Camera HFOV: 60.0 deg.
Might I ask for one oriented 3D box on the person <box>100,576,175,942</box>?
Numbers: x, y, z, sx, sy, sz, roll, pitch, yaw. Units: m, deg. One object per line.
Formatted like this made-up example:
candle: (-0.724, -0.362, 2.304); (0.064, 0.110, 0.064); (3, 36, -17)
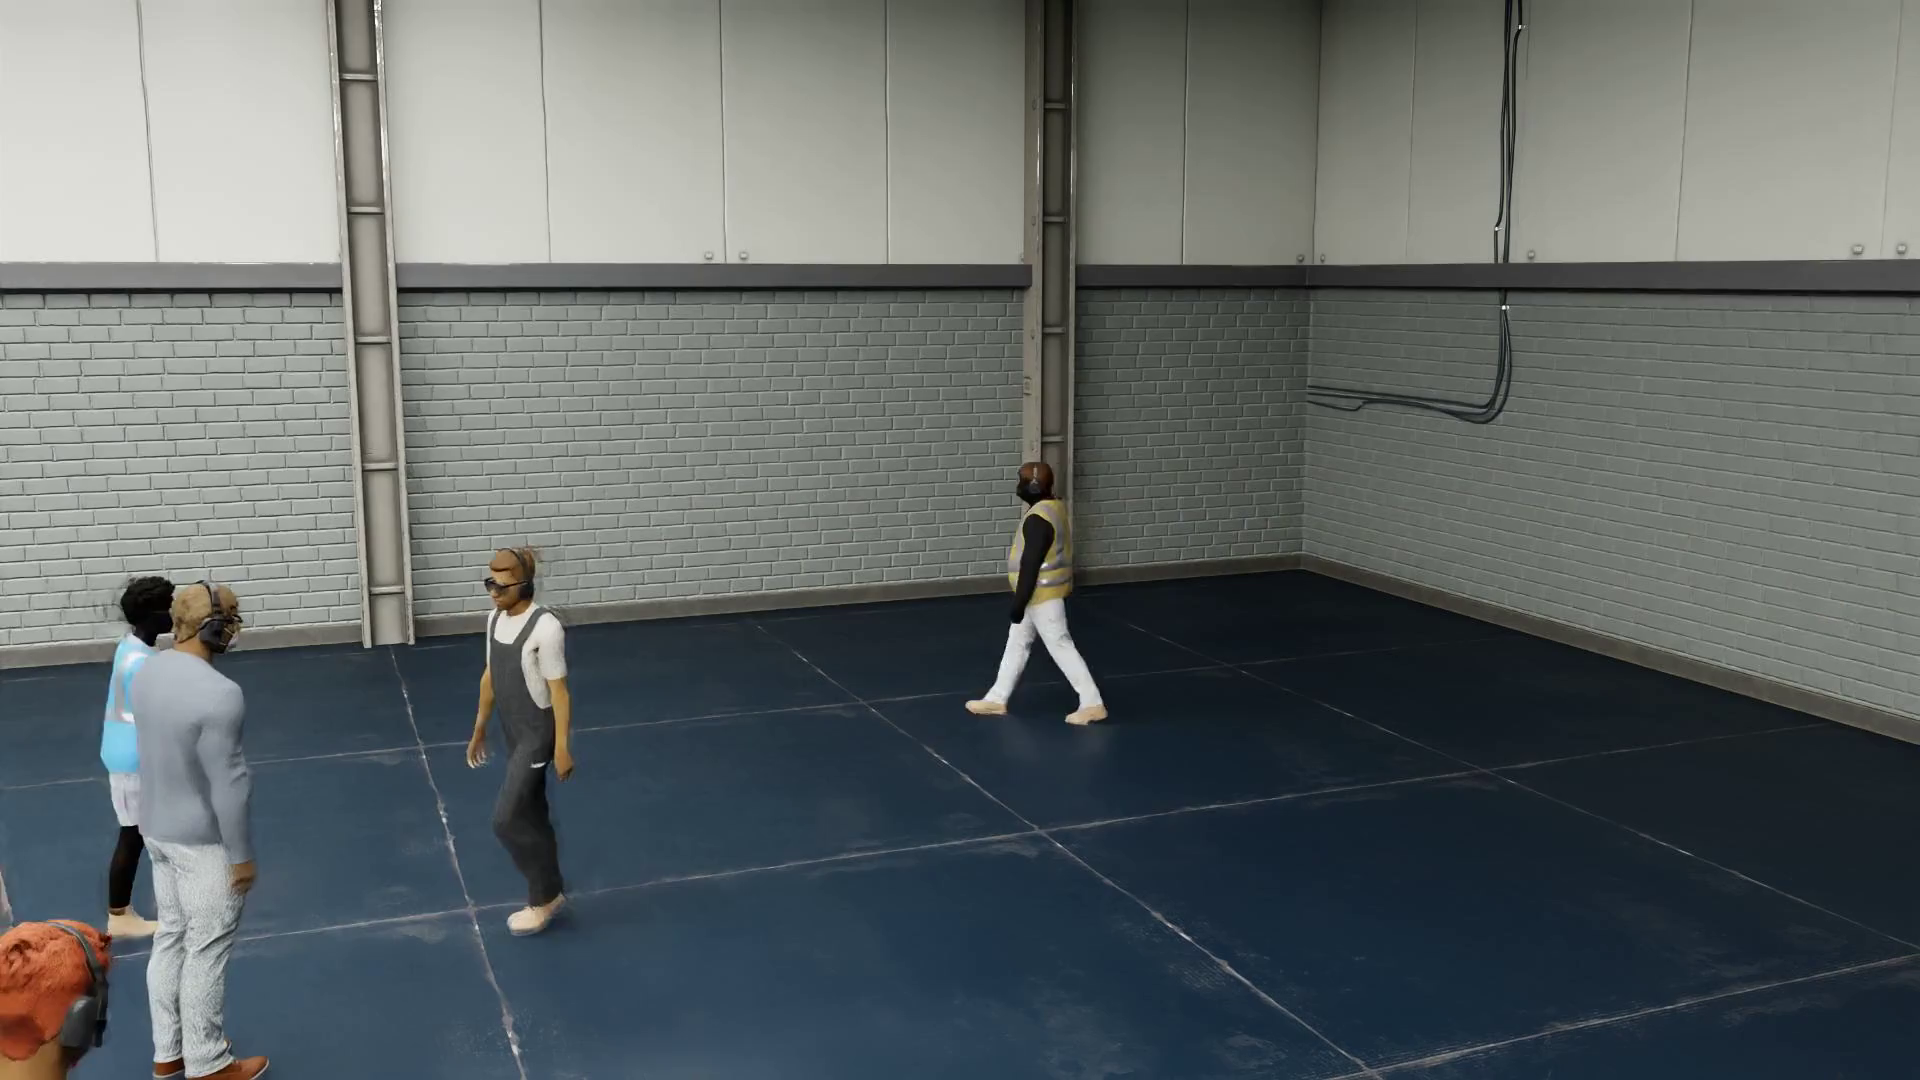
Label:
person: (-3.676, 0.992, 7.634); (0.611, 1.669, 0.563); (-5, 10, -27)

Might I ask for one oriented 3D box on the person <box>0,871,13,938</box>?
person: (-3.000, 1.365, 4.806); (0.492, 1.825, 0.655); (-8, 12, -42)

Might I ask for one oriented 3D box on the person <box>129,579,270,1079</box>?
person: (-2.824, 1.102, 6.183); (0.624, 1.925, 0.391); (7, 11, 37)

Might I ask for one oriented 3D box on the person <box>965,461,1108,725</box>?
person: (0.557, 0.359, 11.270); (0.998, 1.793, 0.641); (1, 9, 9)

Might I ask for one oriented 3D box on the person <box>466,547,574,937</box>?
person: (-2.014, 0.920, 7.619); (0.485, 1.822, 0.532); (-7, 11, -38)

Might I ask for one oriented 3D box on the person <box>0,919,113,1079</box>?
person: (-1.679, 1.623, 3.042); (0.608, 1.872, 0.443); (1, 9, 8)
